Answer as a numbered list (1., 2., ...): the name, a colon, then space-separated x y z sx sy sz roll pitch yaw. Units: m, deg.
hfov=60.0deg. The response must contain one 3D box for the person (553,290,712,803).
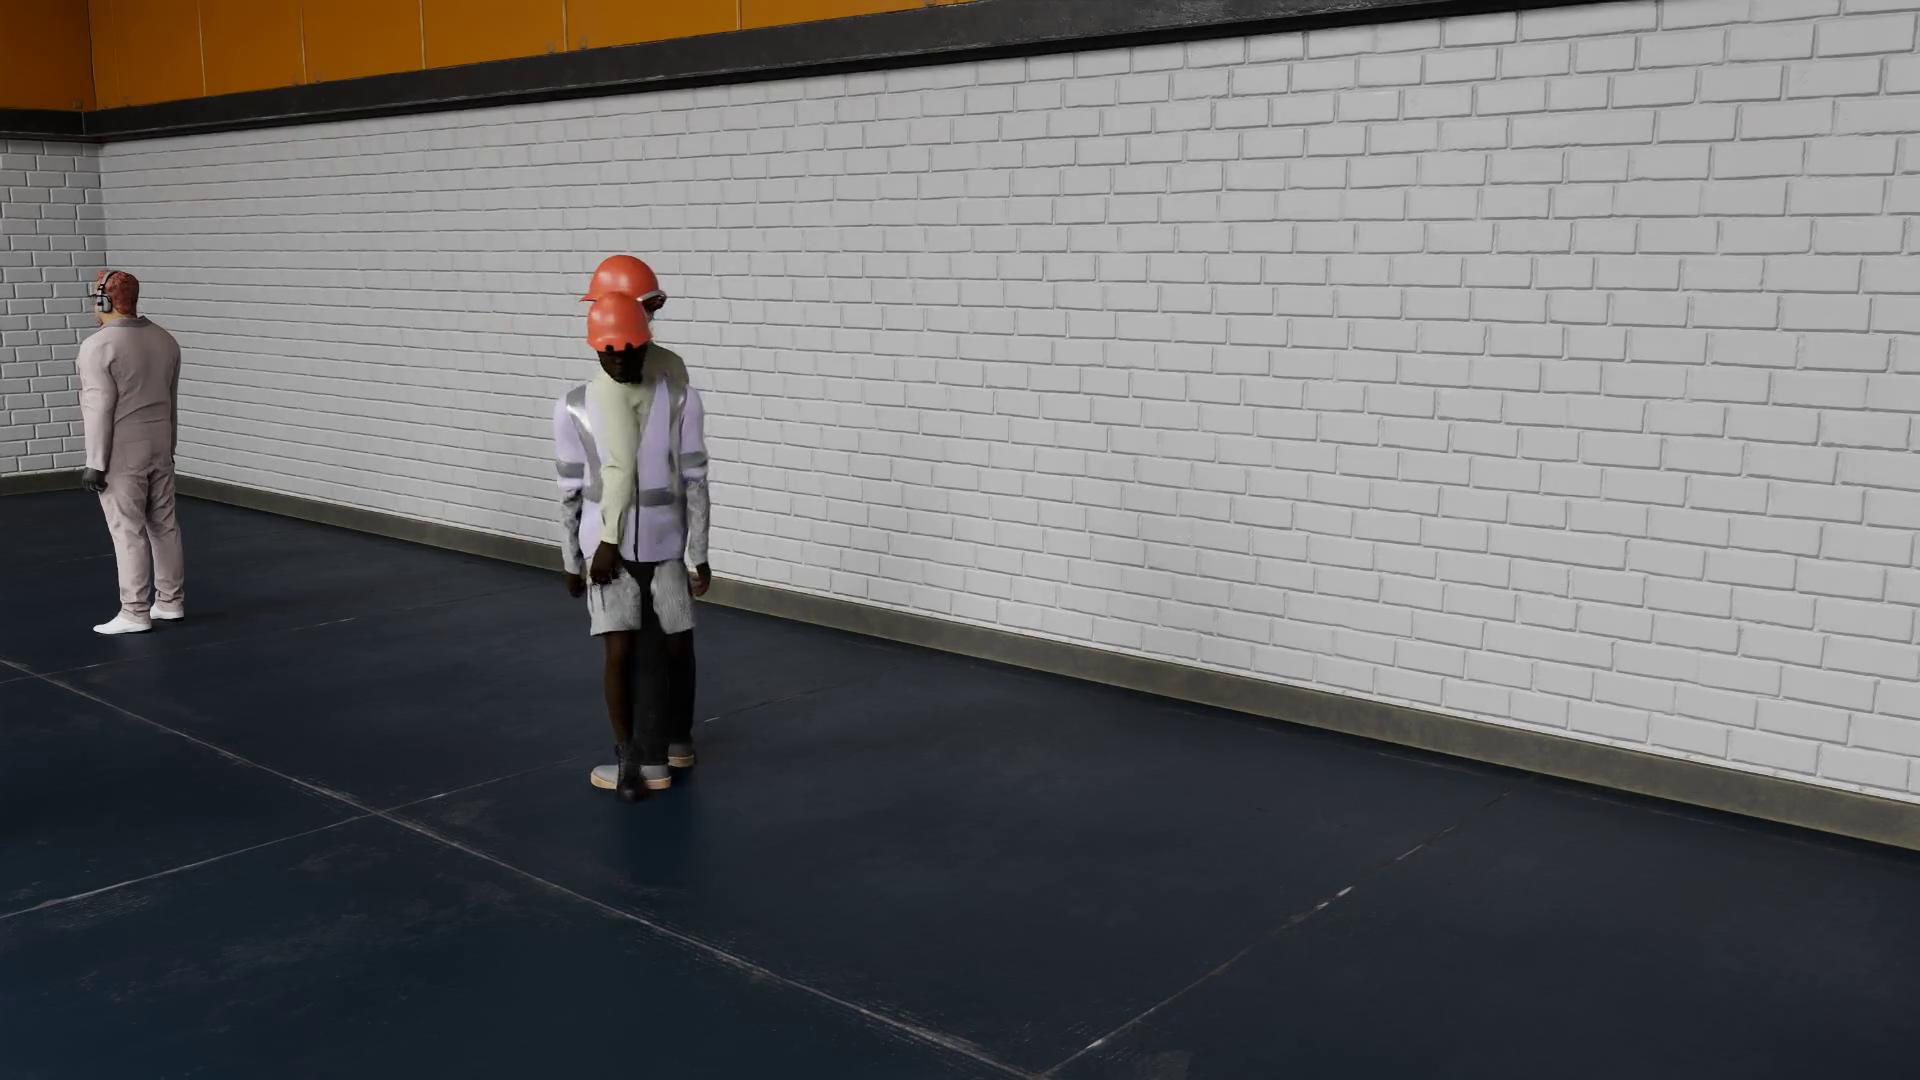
1. person: -1.218 0.008 6.220 0.559 1.884 0.771 -3 10 -14

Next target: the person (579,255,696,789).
1. person: -1.213 -0.061 6.254 0.383 1.996 0.609 3 10 14

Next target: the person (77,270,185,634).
1. person: -4.389 -0.459 8.777 0.410 1.909 0.643 2 10 12
